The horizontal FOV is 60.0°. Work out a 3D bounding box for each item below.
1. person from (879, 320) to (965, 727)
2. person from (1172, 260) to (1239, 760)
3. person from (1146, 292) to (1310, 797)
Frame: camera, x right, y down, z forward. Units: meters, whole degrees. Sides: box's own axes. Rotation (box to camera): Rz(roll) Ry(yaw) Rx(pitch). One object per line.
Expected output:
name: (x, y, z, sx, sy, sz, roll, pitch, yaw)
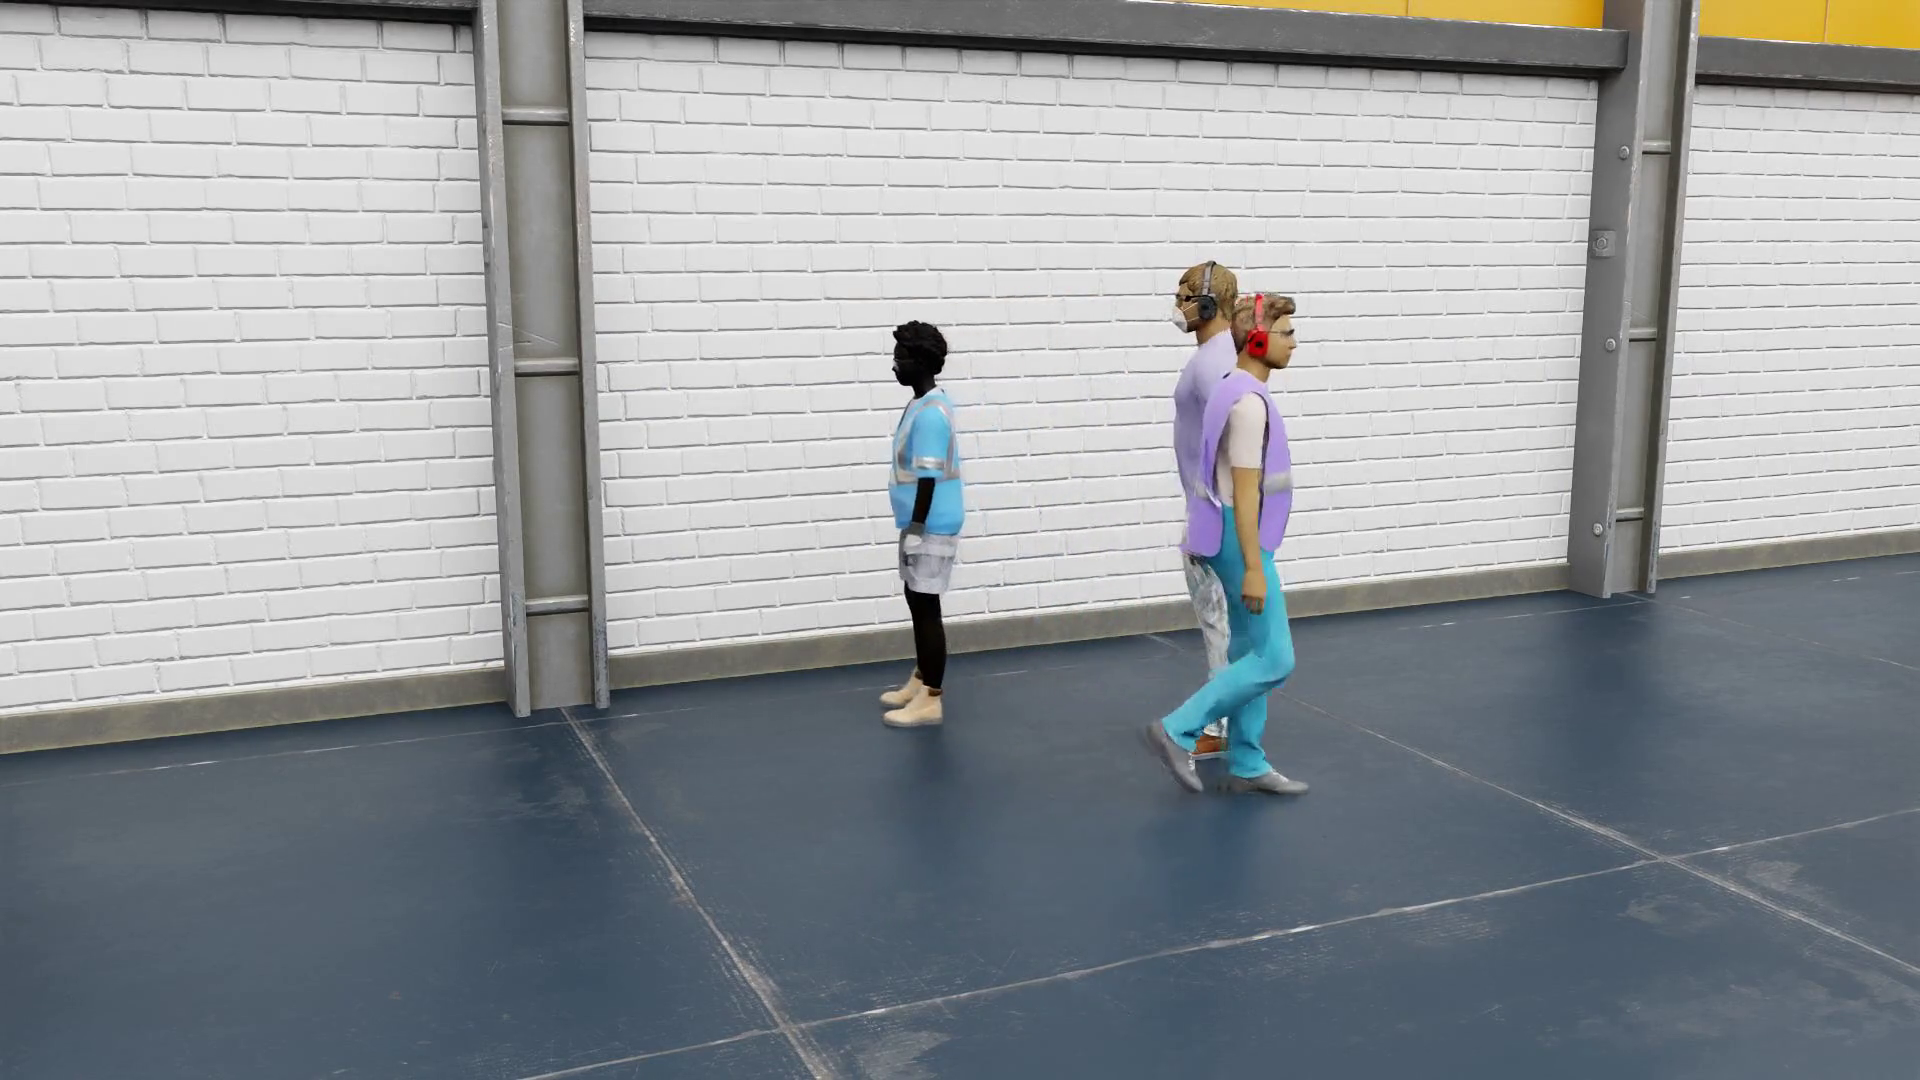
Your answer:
person: (-0.157, -0.068, 6.939, 0.347, 1.689, 0.547, -1, 10, -4)
person: (0.982, -0.109, 6.486, 0.369, 1.938, 0.630, 2, 11, 12)
person: (0.996, 0.043, 5.920, 0.501, 1.834, 0.585, 1, 10, 6)
